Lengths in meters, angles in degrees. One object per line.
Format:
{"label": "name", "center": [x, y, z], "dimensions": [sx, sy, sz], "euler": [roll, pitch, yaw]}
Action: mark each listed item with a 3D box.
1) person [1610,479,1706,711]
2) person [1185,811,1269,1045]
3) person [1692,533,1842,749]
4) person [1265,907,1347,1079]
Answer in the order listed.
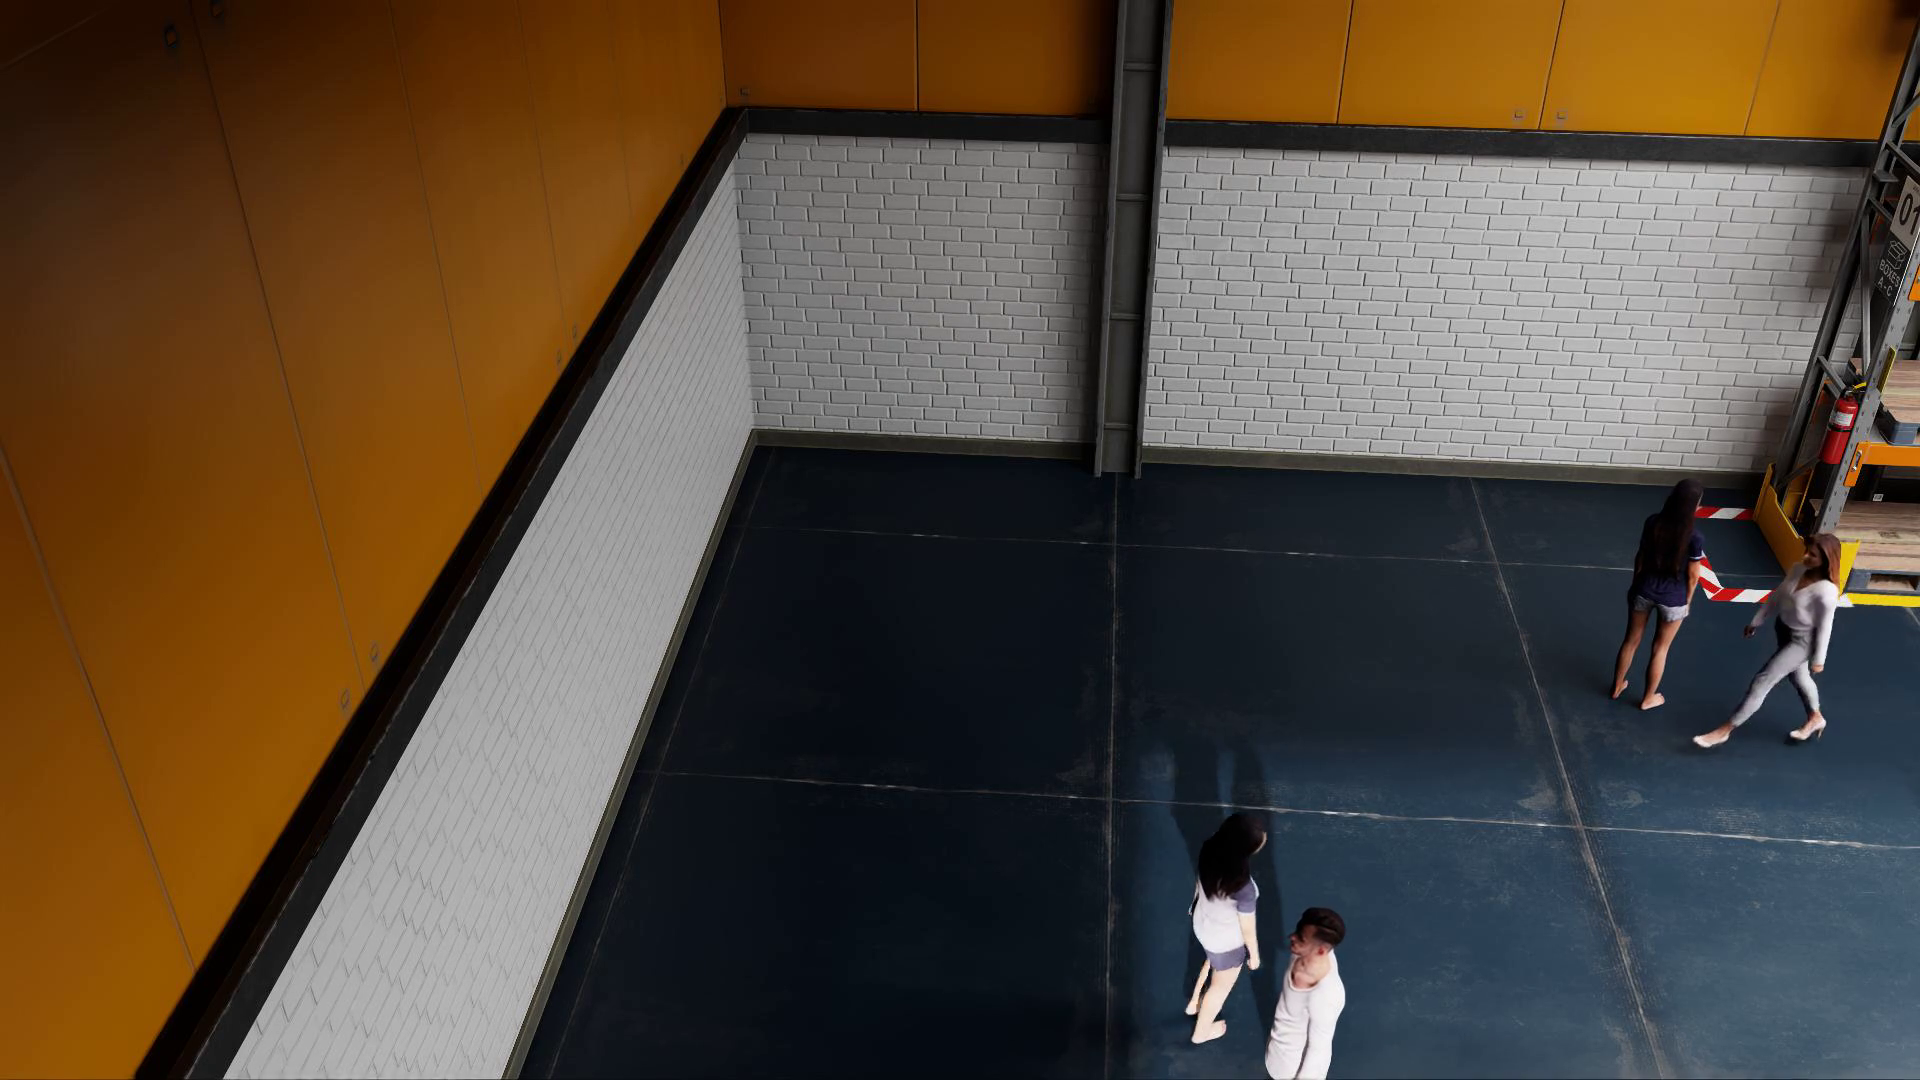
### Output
{"label": "person", "center": [4.709, 0.376, 11.207], "dimensions": [0.641, 1.766, 0.721], "euler": [27, 42, 35]}
{"label": "person", "center": [1.308, 2.071, 8.729], "dimensions": [0.768, 1.685, 0.751], "euler": [-15, 37, -22]}
{"label": "person", "center": [5.483, 0.699, 10.776], "dimensions": [1.179, 1.705, 0.712], "euler": [-2, 34, -2]}
{"label": "person", "center": [1.636, 2.437, 8.039], "dimensions": [0.599, 1.840, 0.696], "euler": [-1, 34, -2]}
